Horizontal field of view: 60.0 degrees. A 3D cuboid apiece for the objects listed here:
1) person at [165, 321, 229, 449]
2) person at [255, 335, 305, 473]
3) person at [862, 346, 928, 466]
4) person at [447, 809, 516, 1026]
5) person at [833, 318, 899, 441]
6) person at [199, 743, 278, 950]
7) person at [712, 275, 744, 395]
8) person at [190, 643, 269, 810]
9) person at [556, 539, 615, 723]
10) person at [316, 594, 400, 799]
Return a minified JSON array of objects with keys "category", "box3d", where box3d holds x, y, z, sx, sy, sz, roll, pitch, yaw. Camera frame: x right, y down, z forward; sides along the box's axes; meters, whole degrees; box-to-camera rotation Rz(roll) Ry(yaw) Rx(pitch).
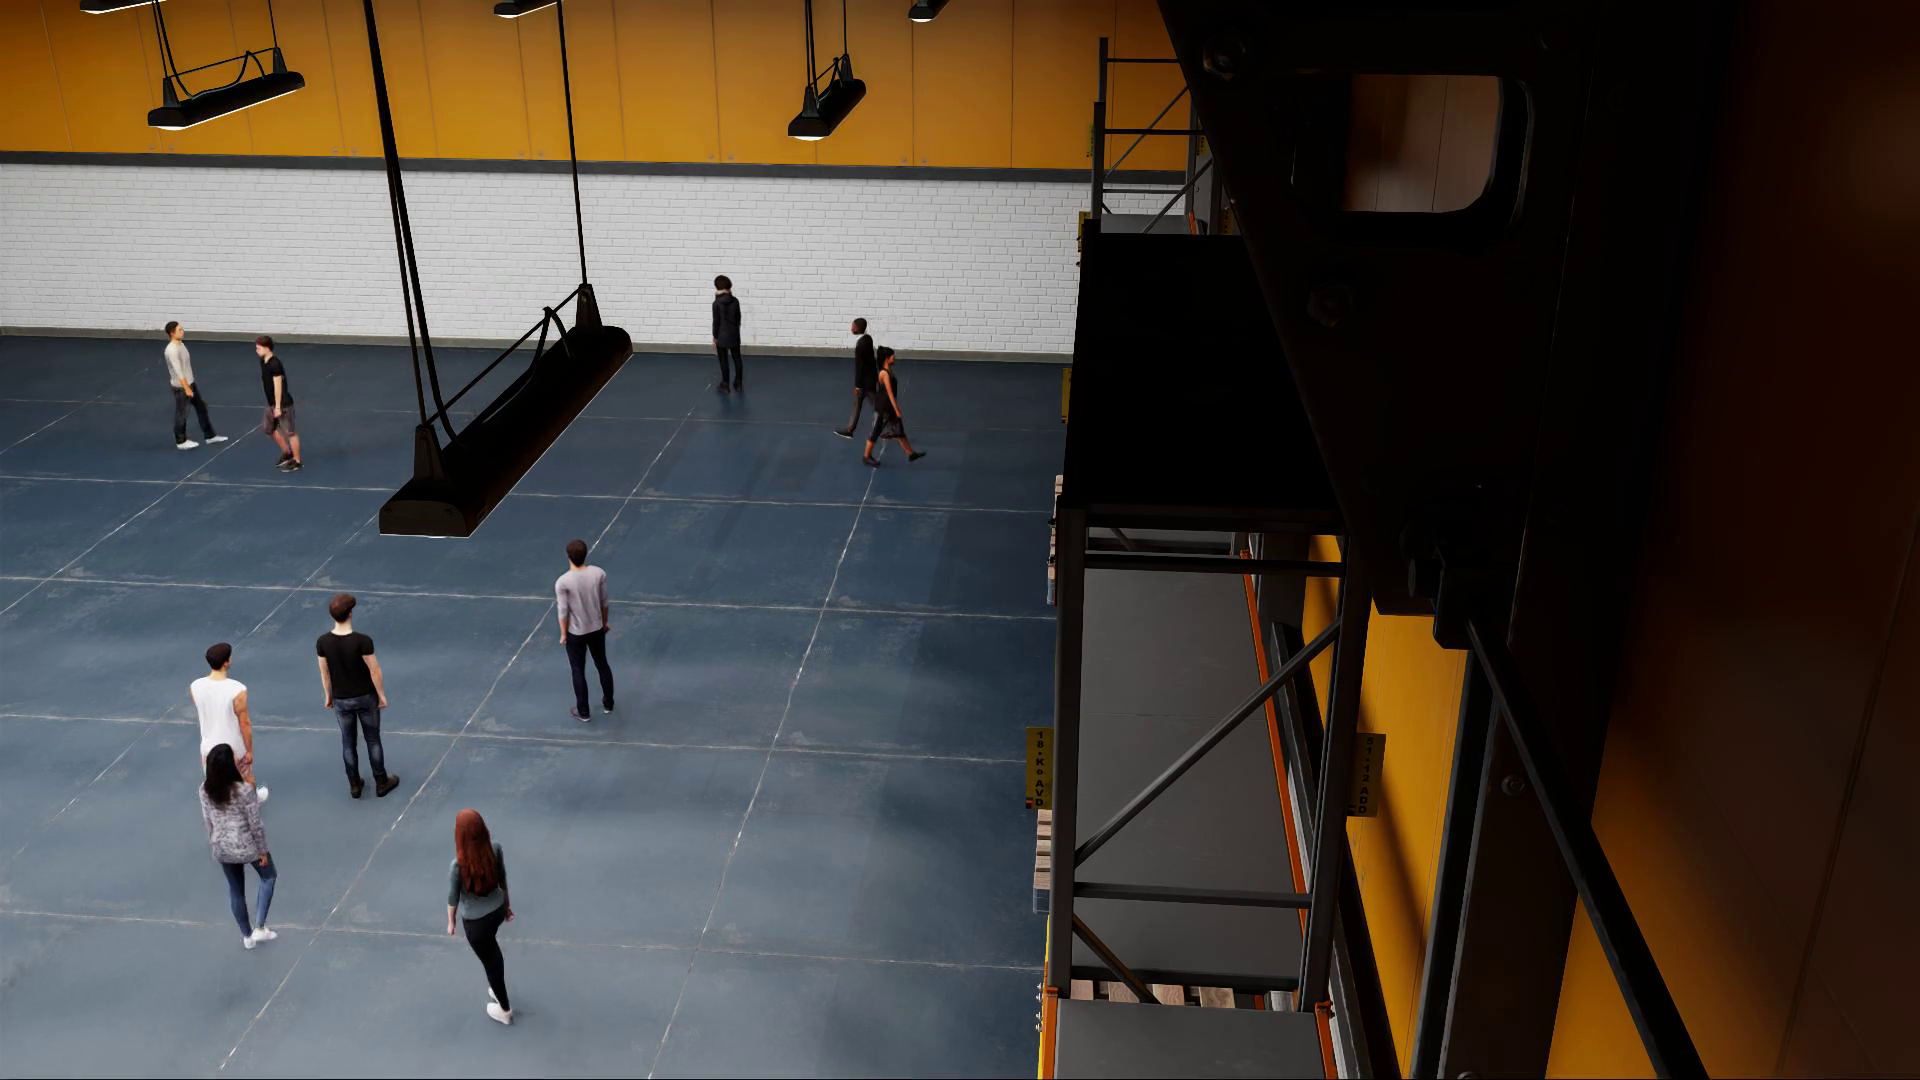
[{"category":"person","box3d":[-10.626,-2.082,22.534,0.879,1.789,0.915,-4,24,-9]},{"category":"person","box3d":[-8.851,-1.814,21.847,0.789,1.848,0.824,20,31,38]},{"category":"person","box3d":[-1.070,-1.732,21.936,0.660,1.627,1.020,3,24,7]},{"category":"person","box3d":[-3.295,2.695,11.678,0.762,1.732,0.691,17,29,34]},{"category":"person","box3d":[-1.186,-2.156,22.756,0.742,1.748,1.047,4,24,9]},{"category":"person","box3d":[-5.455,2.354,12.472,0.638,1.720,0.625,1,24,1]},{"category":"person","box3d":[-3.465,-3.069,24.808,0.725,1.777,0.768,-15,28,-31]},{"category":"person","box3d":[-6.159,1.761,13.819,0.707,1.728,1.160,0,24,0]},{"category":"person","box3d":[-3.557,0.838,15.785,0.731,1.844,0.772,-16,28,-32]},{"category":"person","box3d":[-5.286,1.368,14.509,0.711,1.895,0.587,-1,24,-2]}]
